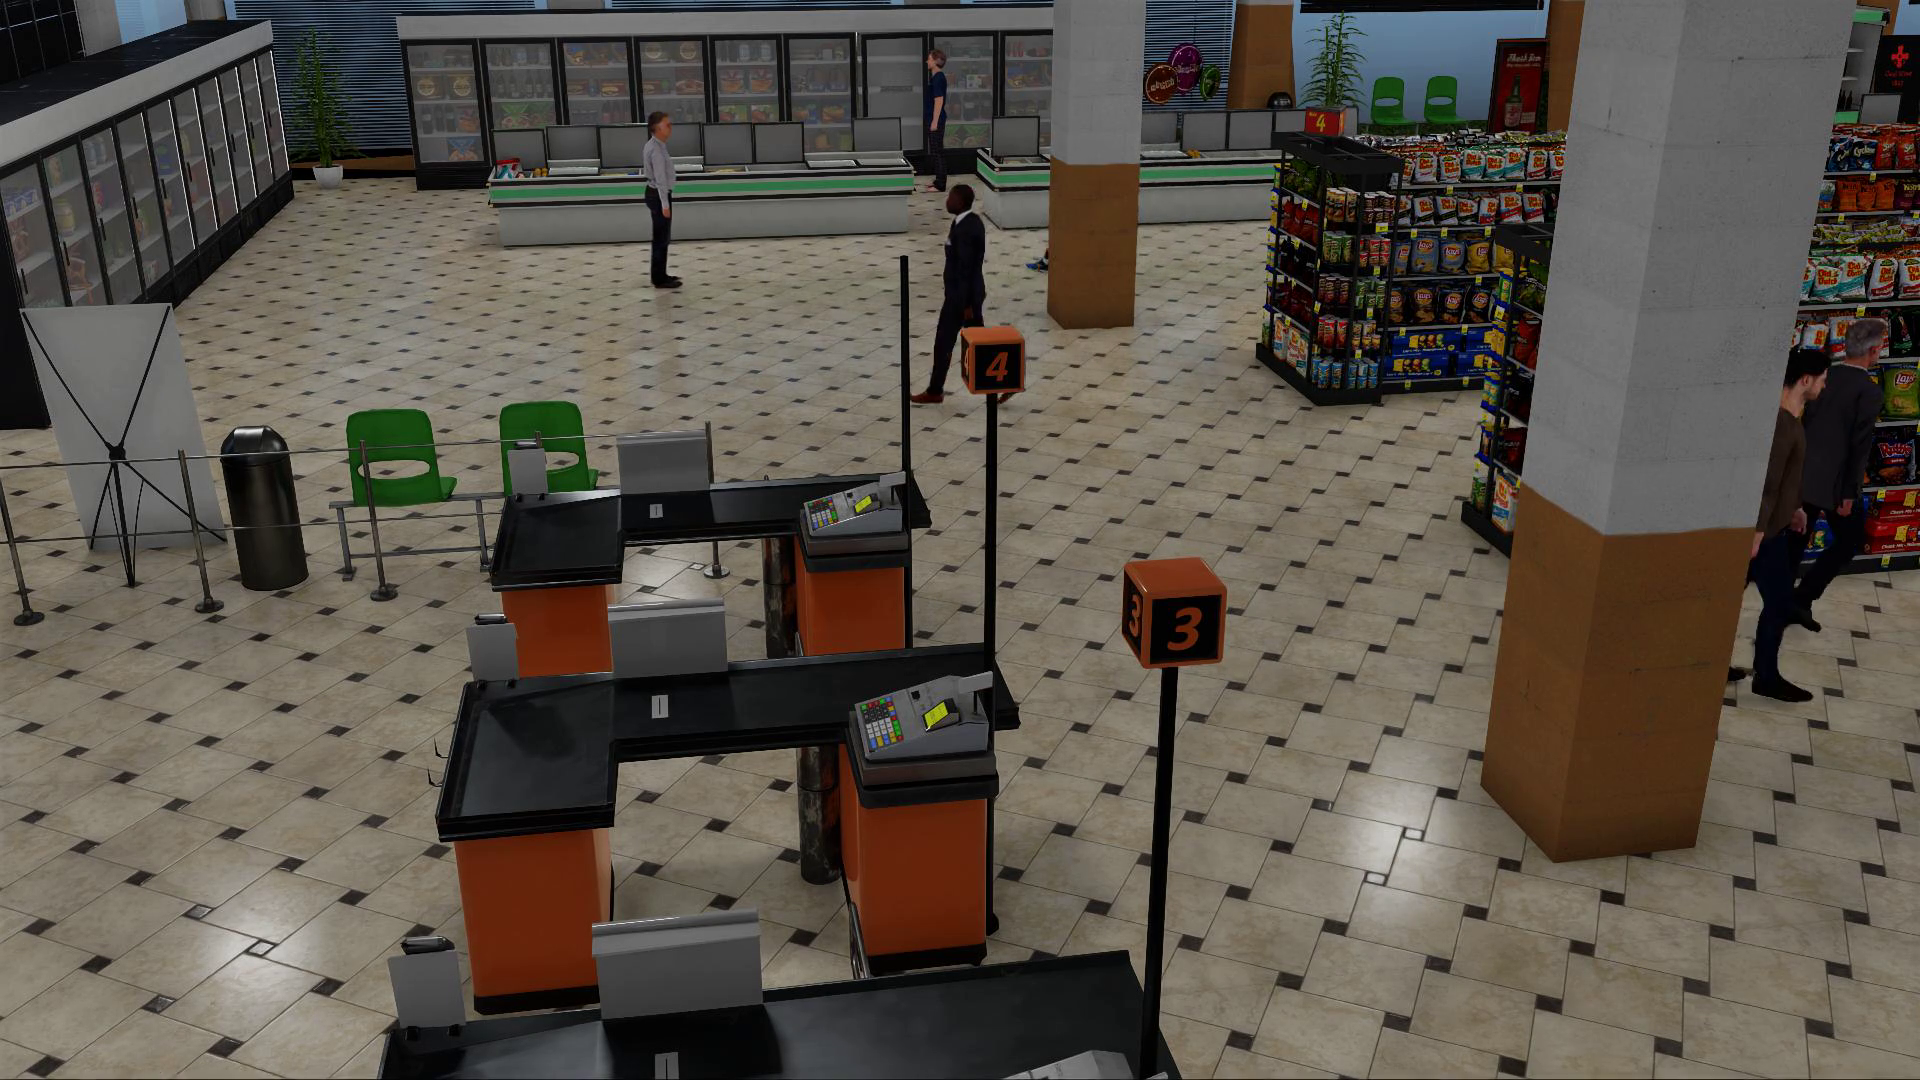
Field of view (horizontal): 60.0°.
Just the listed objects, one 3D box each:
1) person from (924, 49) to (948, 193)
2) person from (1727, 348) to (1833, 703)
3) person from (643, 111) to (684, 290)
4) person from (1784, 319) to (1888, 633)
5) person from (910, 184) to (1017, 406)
[{"bbox_3d":[-0.320,-5.706,22.624,0.589,1.872,0.691,-1,22,-1],"label":"person"},{"bbox_3d":[4.073,-0.093,8.668,0.952,1.862,0.850,7,23,16],"label":"person"},{"bbox_3d":[-3.129,-3.549,17.331,0.576,1.816,0.665,-6,23,-15],"label":"person"},{"bbox_3d":[4.783,-0.328,9.315,0.742,1.817,0.775,-8,23,-20],"label":"person"},{"bbox_3d":[0.117,-1.928,13.320,1.289,1.799,1.000,5,22,12],"label":"person"}]
